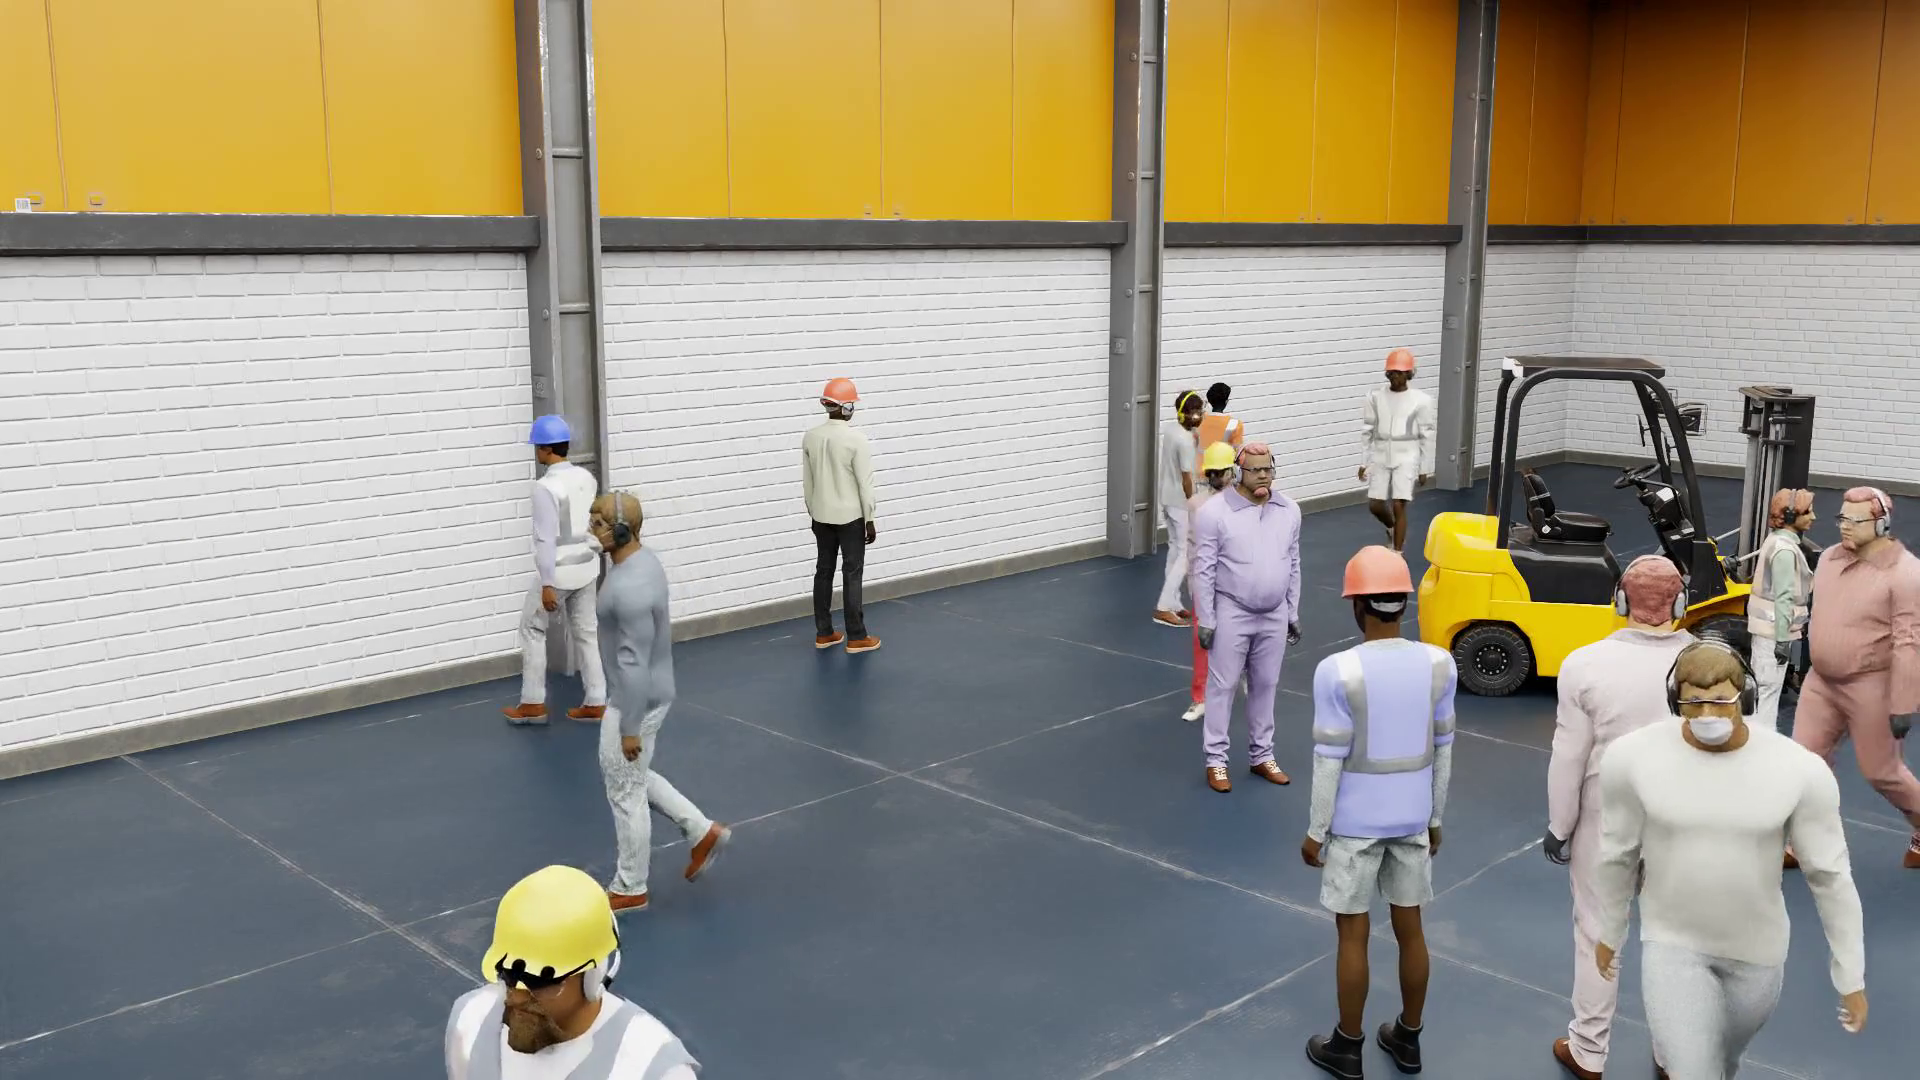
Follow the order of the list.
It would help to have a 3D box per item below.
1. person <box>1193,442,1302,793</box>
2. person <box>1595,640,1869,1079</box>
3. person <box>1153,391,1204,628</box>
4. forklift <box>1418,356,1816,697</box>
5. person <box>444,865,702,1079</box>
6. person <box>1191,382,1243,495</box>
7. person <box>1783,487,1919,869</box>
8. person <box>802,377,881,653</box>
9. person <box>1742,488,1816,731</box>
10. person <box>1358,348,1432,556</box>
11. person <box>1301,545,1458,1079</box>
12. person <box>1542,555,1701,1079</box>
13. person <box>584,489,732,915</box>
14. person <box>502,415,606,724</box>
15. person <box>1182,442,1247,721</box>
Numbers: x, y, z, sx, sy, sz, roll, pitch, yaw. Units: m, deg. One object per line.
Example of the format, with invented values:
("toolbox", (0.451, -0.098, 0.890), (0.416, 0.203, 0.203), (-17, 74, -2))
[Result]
("person", (1.582, 0.413, 9.060), (0.643, 1.908, 0.408), (-4, 11, -19))
("person", (2.250, 1.192, 4.924), (0.736, 1.876, 1.046), (4, 11, 20))
("person", (1.675, -0.244, 12.863), (0.411, 1.835, 0.591), (-2, 11, -10))
("forklift", (4.276, -0.101, 11.076), (2.313, 2.155, 1.214), (2, 11, 13))
("person", (-0.772, 1.493, 3.428), (0.602, 1.809, 0.658), (5, 12, 26))
("person", (2.317, -0.586, 15.100), (0.530, 1.689, 0.322), (5, 11, 25))
("person", (4.261, 0.667, 7.795), (0.880, 1.876, 0.649), (-3, 11, -15))
("person", (-0.860, -0.178, 12.040), (0.612, 1.995, 0.376), (7, 12, 33))
("person", (4.511, 0.523, 9.186), (0.314, 1.640, 0.516), (4, 11, 21))
("person", (3.910, -0.715, 14.894), (0.626, 2.025, 0.632), (6, 12, 32))
("person", (1.474, 0.975, 5.929), (0.548, 1.932, 0.380), (-3, 11, -14))
("person", (2.395, 0.994, 5.895), (0.651, 1.904, 0.403), (1, 10, 5))
("person", (-1.386, 0.719, 7.336), (0.589, 1.924, 0.649), (-2, 11, -9))
("person", (-2.520, 0.190, 10.221), (0.764, 1.923, 0.628), (4, 11, 22))
("person", (1.673, 0.236, 10.470), (0.529, 1.742, 0.706), (6, 12, 29))
